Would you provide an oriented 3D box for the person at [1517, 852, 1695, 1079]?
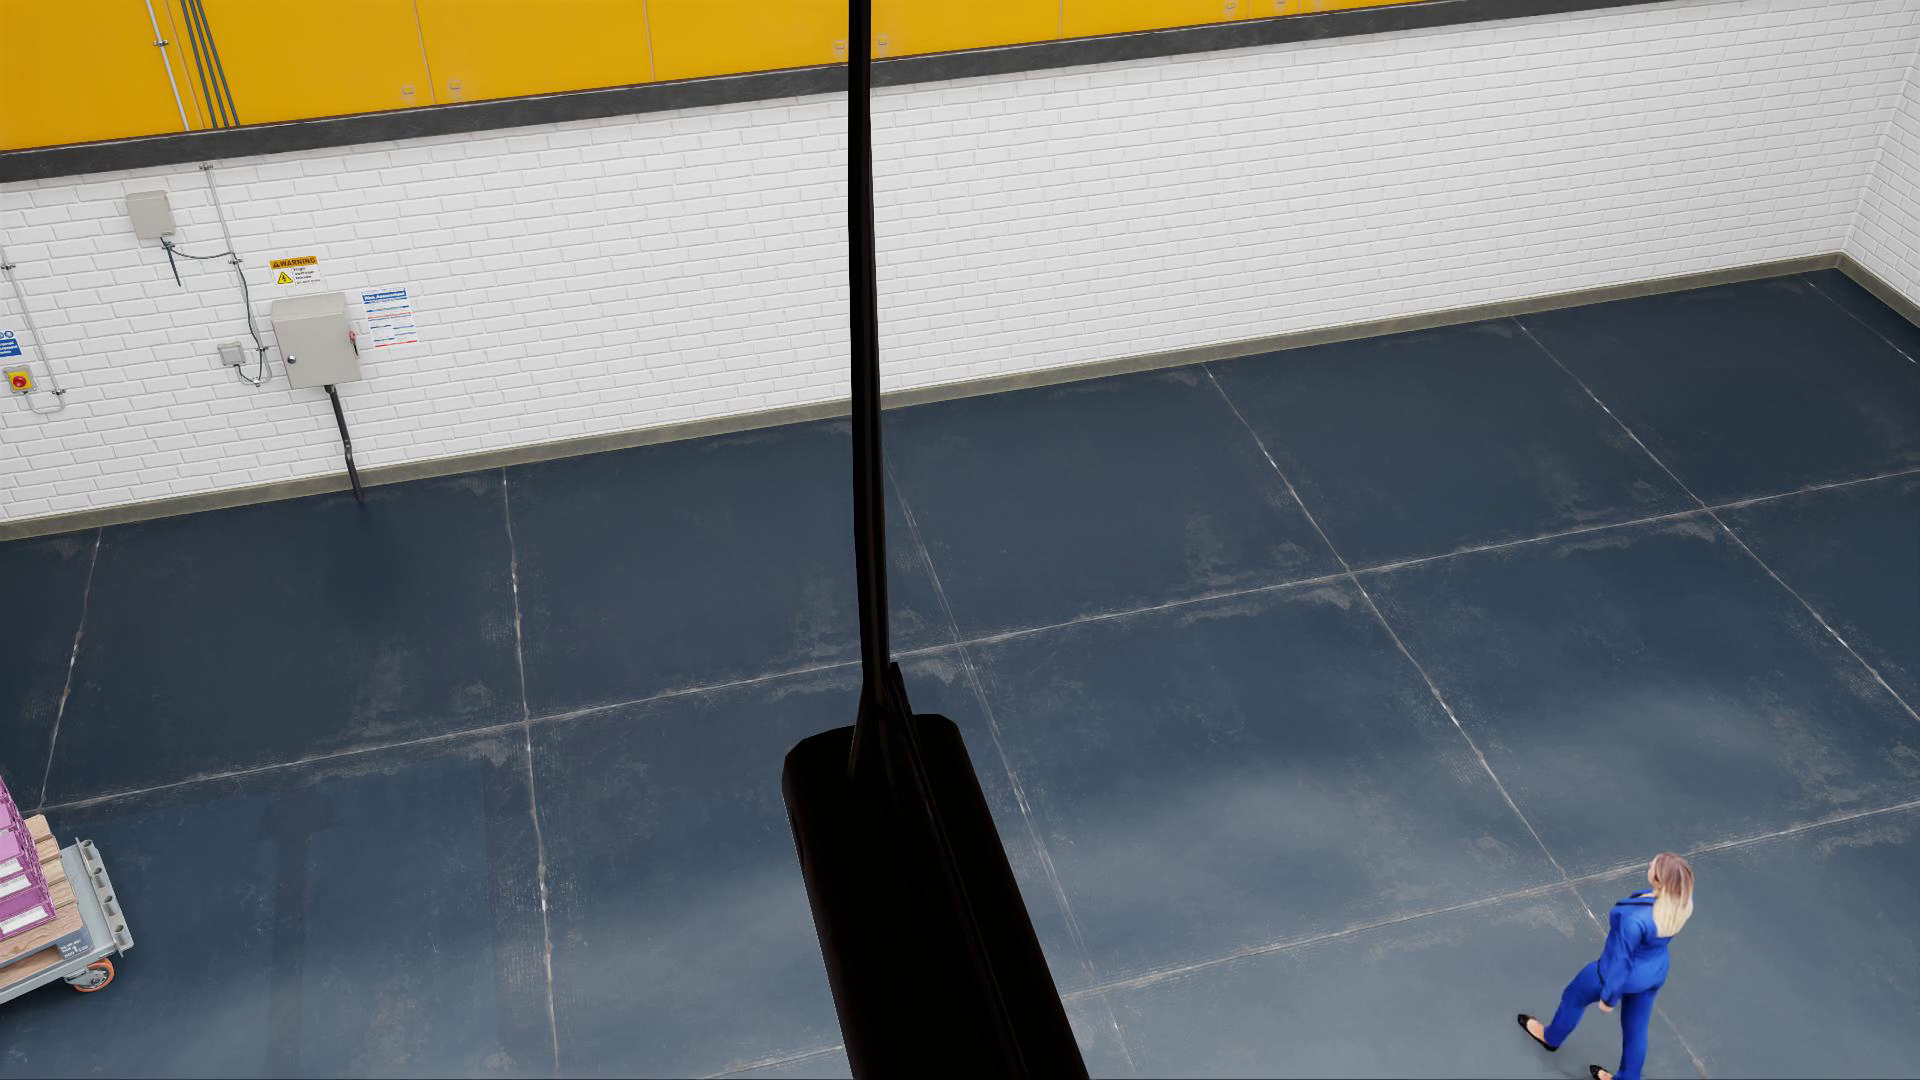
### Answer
[{"bbox_3d":[3.444,2.259,8.366,0.803,1.677,0.983,-20,43,-23],"label":"person"}]
